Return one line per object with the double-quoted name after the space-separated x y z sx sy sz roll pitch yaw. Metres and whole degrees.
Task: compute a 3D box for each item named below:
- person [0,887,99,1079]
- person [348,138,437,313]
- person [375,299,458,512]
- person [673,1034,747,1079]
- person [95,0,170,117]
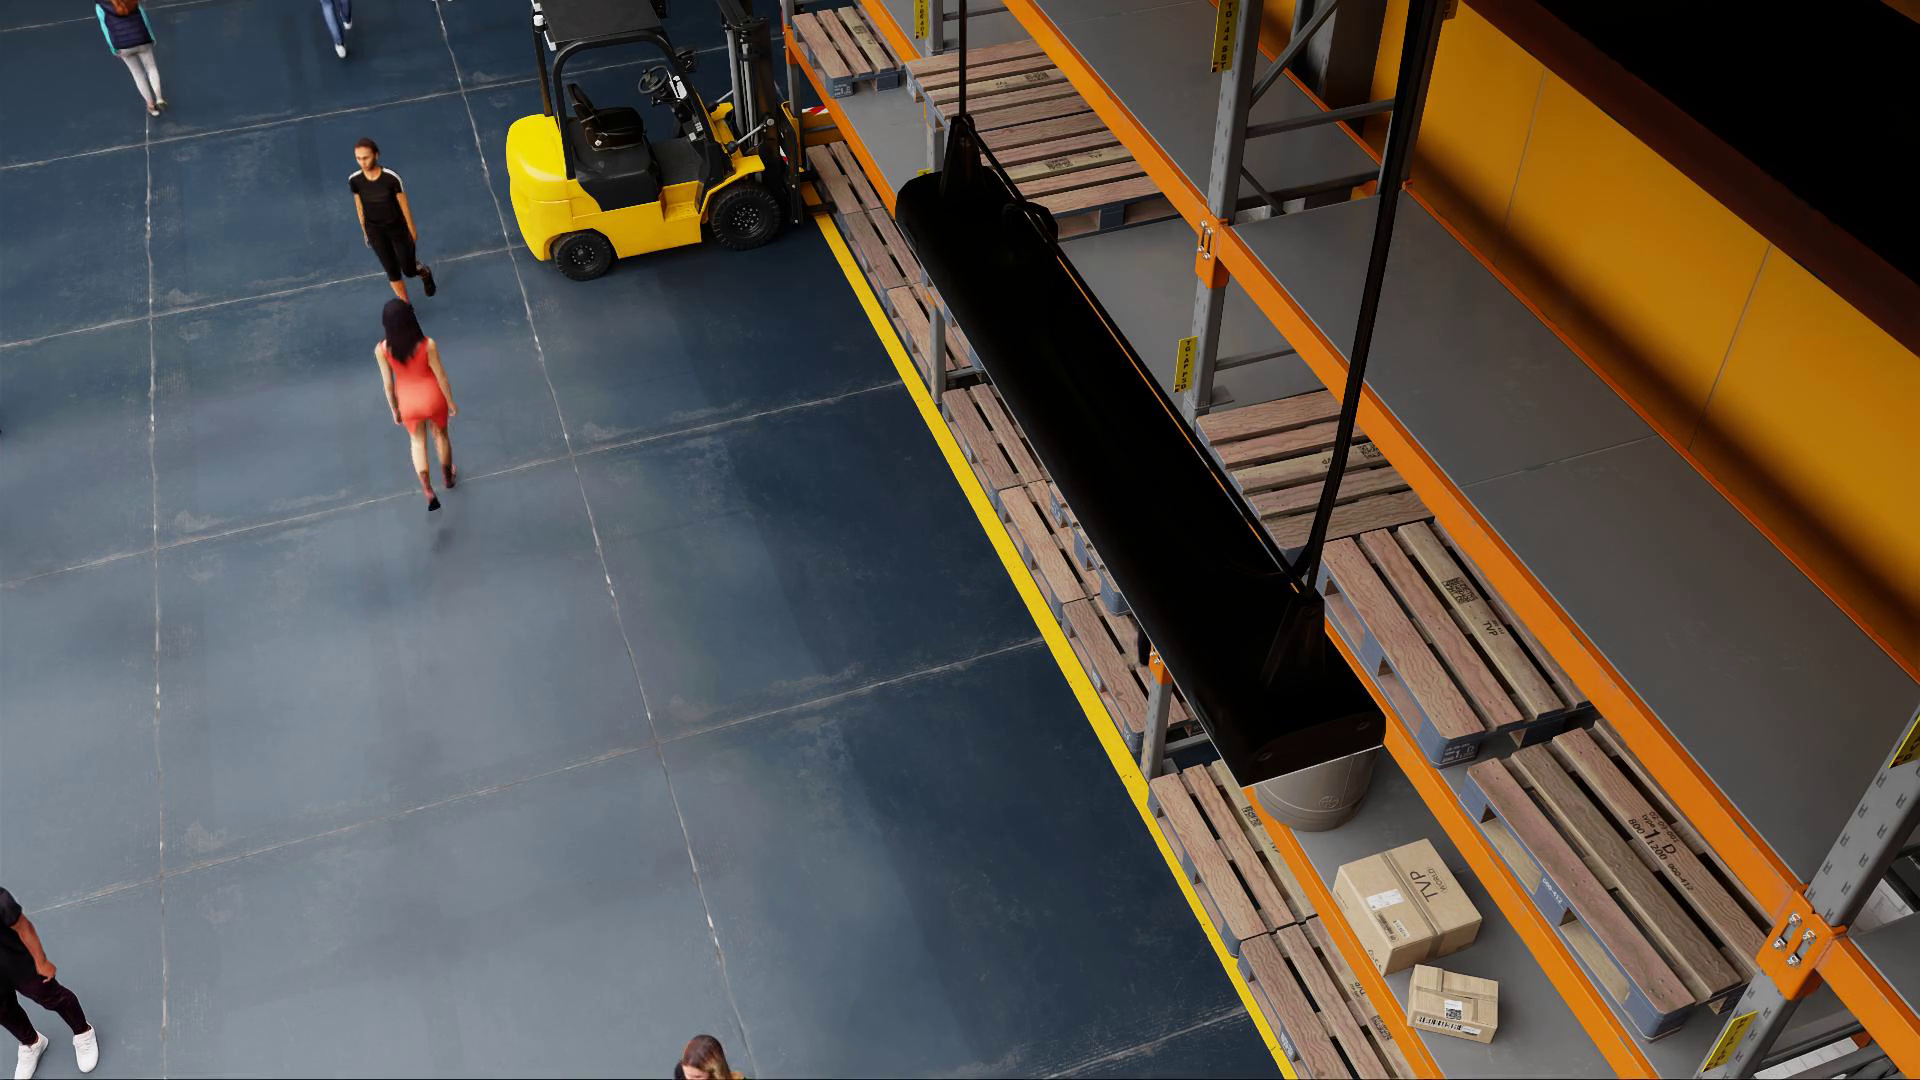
-4.899 2.142 8.476 0.654 1.784 0.610 -8 44 -9 "person"
-4.606 -2.555 13.496 0.752 1.660 0.870 3 44 3 "person"
-3.802 -0.911 11.740 0.673 1.702 0.950 -8 44 -8 "person"
-1.086 2.775 7.896 0.731 1.666 0.790 16 46 16 "person"
-7.909 -4.746 15.917 0.650 1.493 0.679 -26 49 -25 "person"
